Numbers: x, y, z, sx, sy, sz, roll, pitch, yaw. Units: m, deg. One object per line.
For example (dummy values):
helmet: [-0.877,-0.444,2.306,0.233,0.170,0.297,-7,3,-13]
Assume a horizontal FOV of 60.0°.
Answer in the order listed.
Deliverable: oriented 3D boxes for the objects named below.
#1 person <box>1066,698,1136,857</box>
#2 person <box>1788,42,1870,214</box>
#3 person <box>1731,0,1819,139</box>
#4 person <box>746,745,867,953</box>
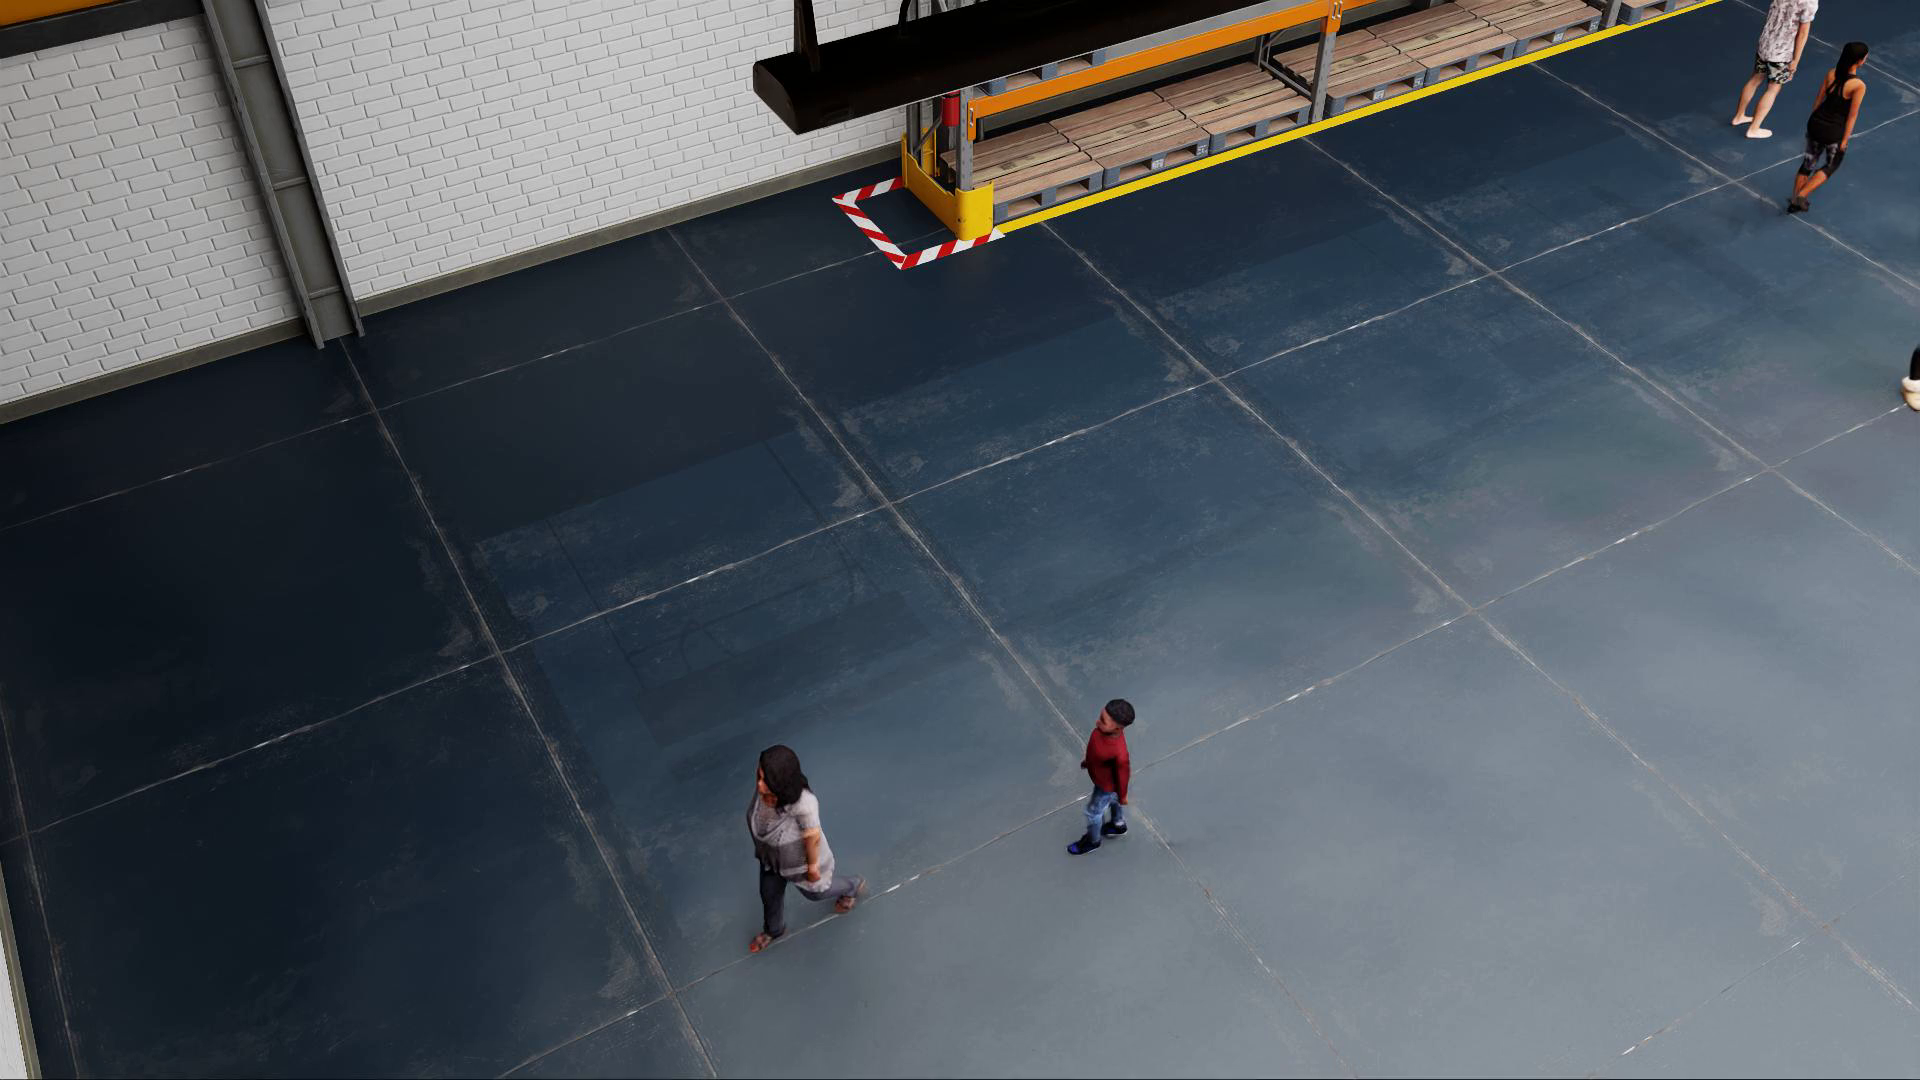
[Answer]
person: [0.935,1.359,9.746,0.706,1.245,0.628,-3,44,-3]
person: [7.598,-3.602,14.655,0.593,1.655,0.606,-18,47,-18]
person: [7.712,-4.667,15.661,0.636,1.811,0.712,-13,45,-14]
person: [-0.861,1.656,9.185,1.036,1.587,0.765,-33,53,-30]
